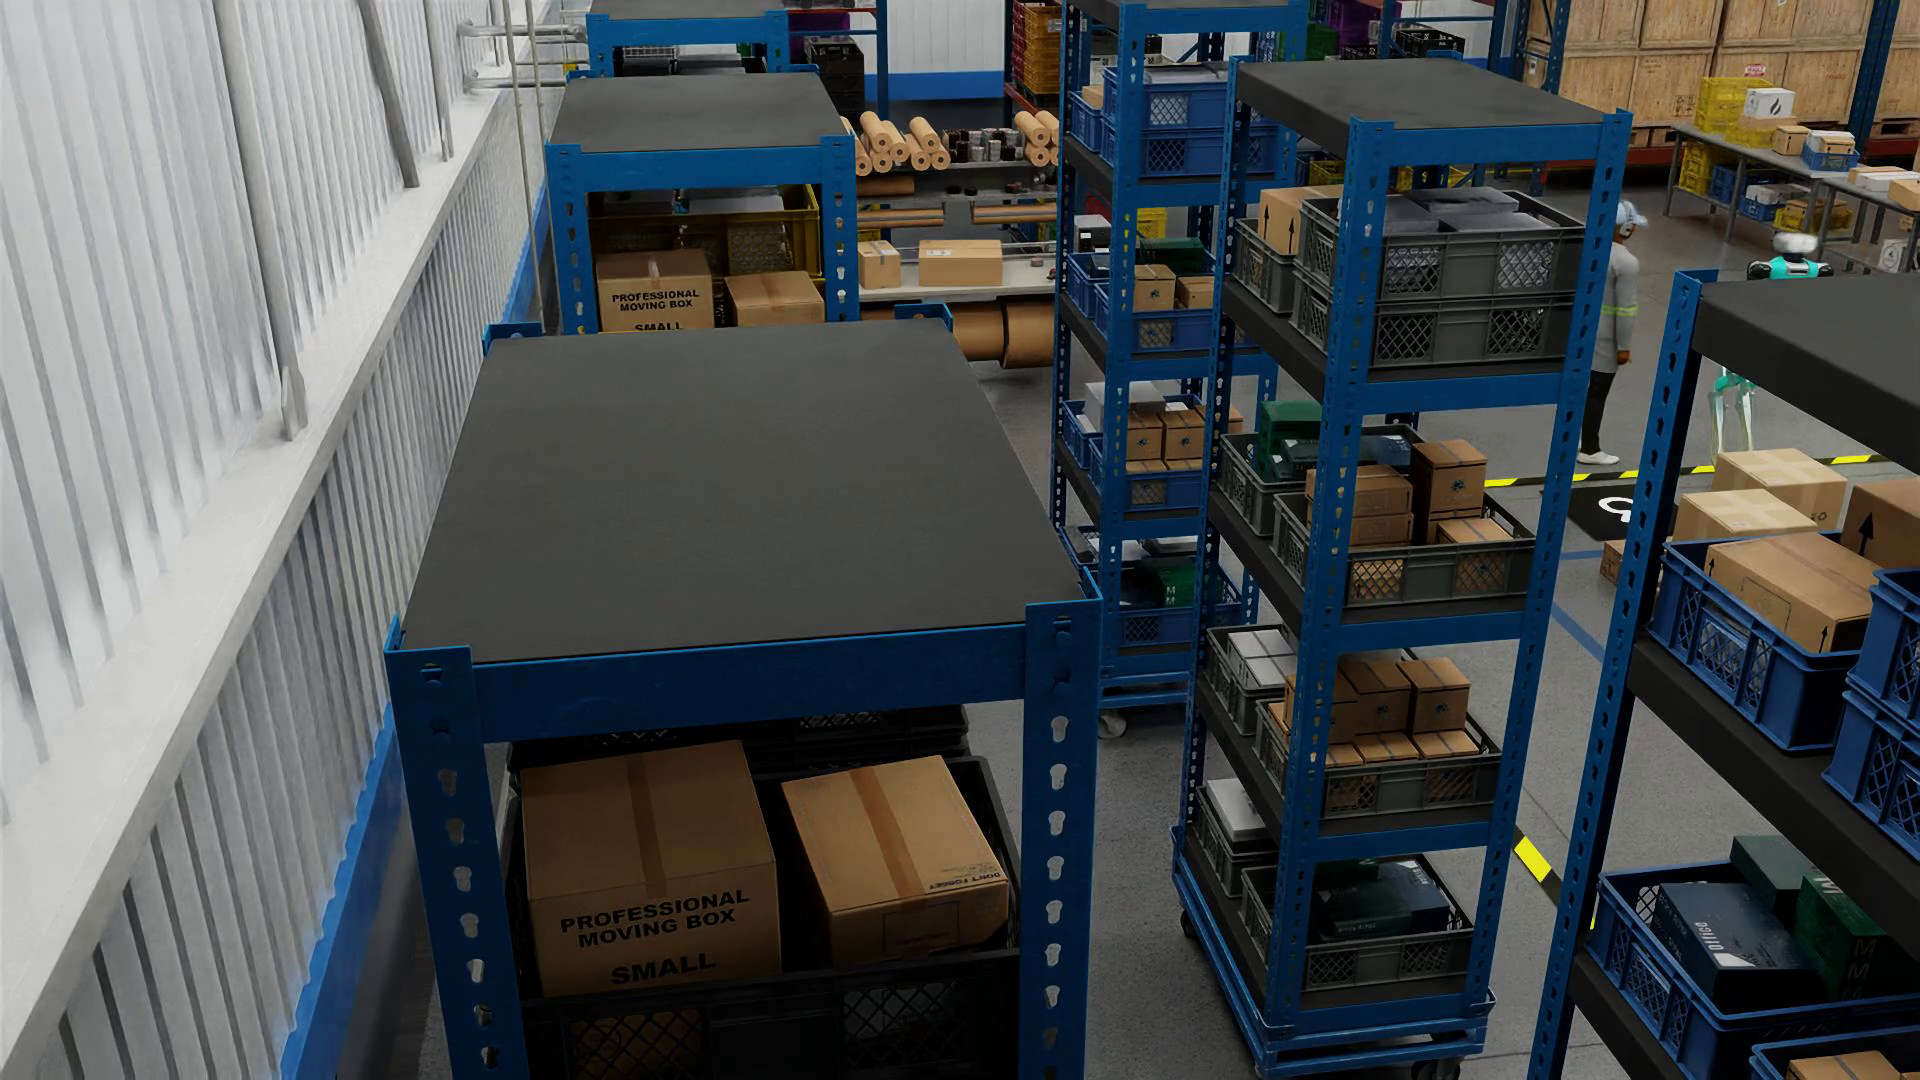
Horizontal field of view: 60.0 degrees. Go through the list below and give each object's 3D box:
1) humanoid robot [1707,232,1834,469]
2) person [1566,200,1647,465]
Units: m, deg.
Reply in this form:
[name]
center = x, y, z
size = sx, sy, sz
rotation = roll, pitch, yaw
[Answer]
[humanoid robot]
center = 5.366, -1.300, 11.210
size = 0.533, 1.674, 0.735
rotation = 1, 25, 2
[person]
center = 4.454, -1.434, 11.521
size = 0.376, 1.853, 0.587
rotation = -8, 26, -16
